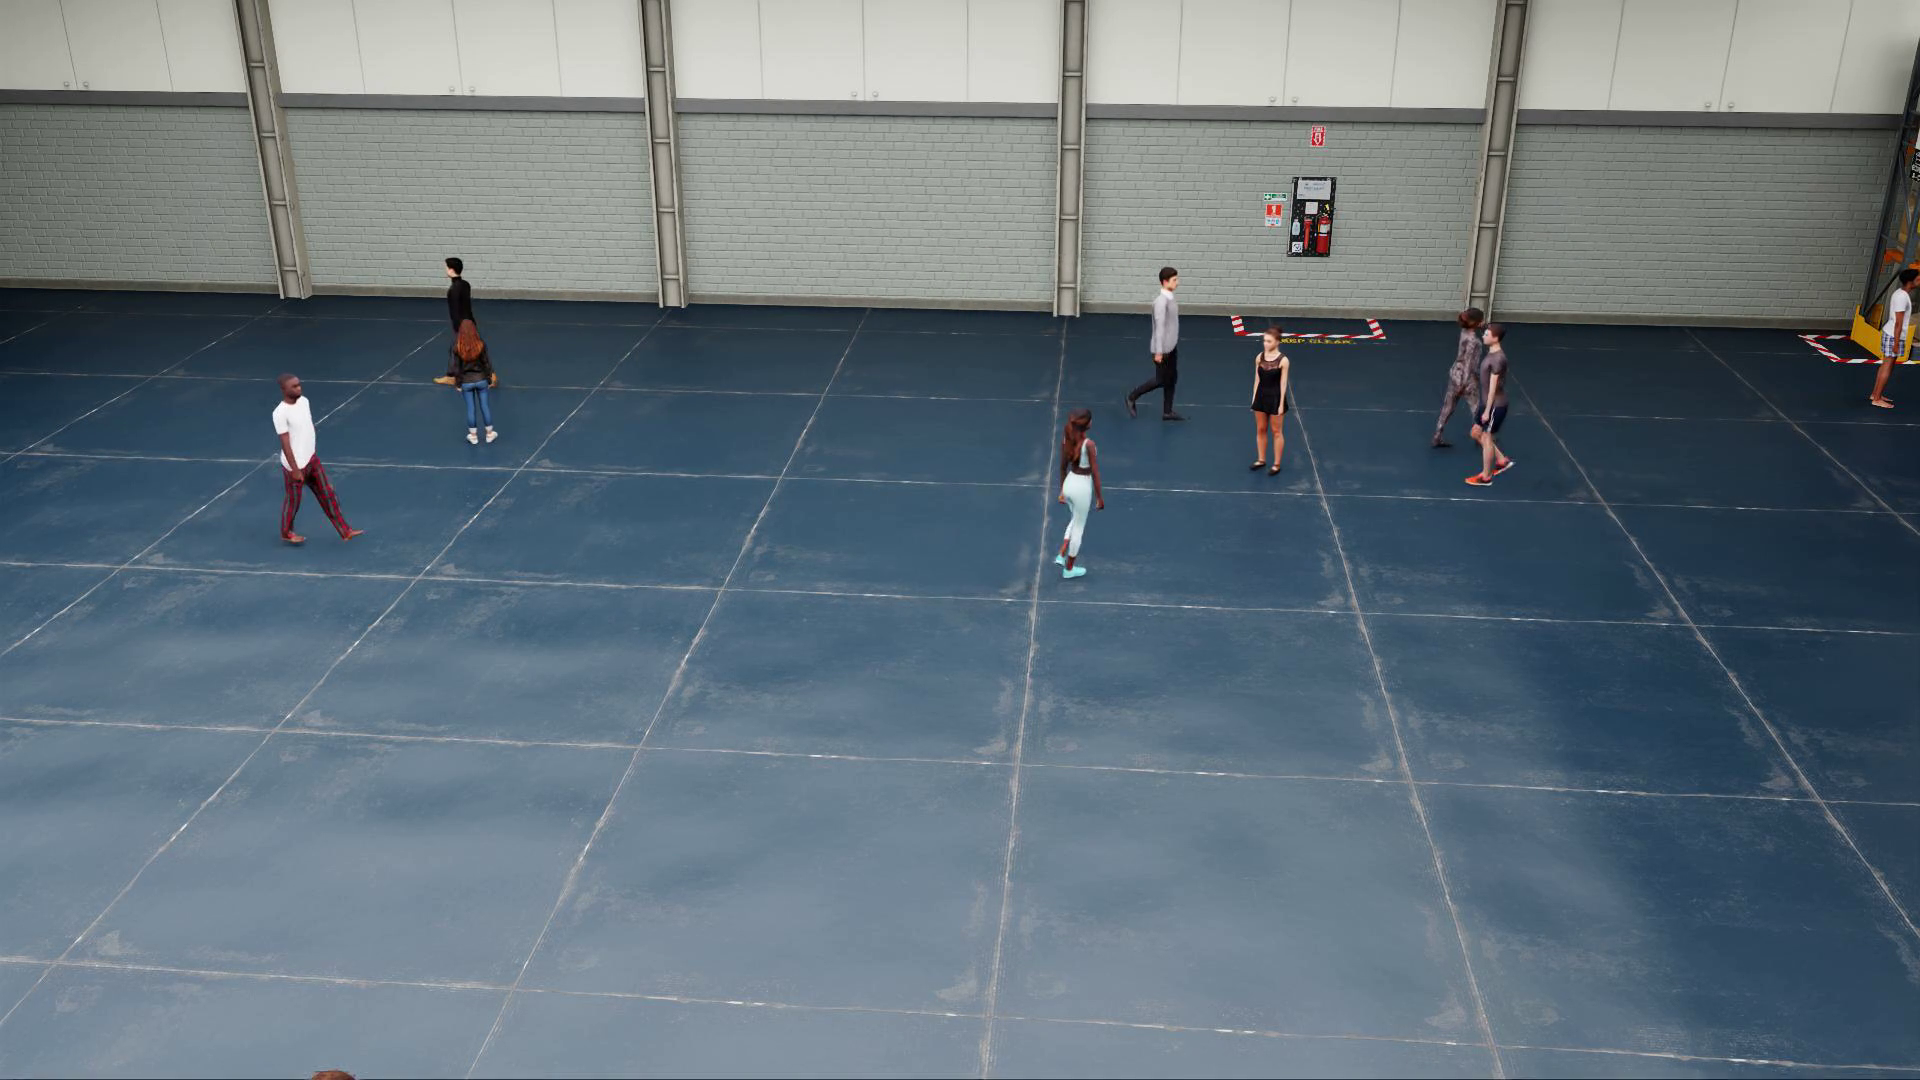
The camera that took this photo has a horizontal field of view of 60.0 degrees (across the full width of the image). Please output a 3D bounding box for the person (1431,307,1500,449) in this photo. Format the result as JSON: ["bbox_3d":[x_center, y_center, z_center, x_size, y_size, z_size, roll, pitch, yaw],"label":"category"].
[{"bbox_3d":[5.703,-1.838,19.169,1.014,1.679,0.616,0,23,0],"label":"person"}]

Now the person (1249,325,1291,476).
[{"bbox_3d":[3.468,-1.568,18.535,0.673,1.679,0.750,20,30,38],"label":"person"}]

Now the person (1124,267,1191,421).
[{"bbox_3d":[2.382,-2.352,20.092,1.136,1.903,0.923,9,25,20],"label":"person"}]

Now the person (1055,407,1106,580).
[{"bbox_3d":[1.063,-0.421,15.793,0.764,1.713,0.707,-17,28,-34],"label":"person"}]

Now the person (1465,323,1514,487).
[{"bbox_3d":[5.868,-1.450,18.054,0.743,1.839,0.650,4,23,9],"label":"person"}]

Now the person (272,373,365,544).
[{"bbox_3d":[-6.633,-0.766,16.515,1.205,1.783,0.844,6,24,15],"label":"person"}]

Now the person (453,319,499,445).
[{"bbox_3d":[-5.697,-1.866,19.486,0.568,1.483,0.694,-8,24,-19],"label":"person"}]

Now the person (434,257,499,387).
[{"bbox_3d":[-6.299,-2.756,21.317,1.090,1.688,0.704,3,23,8],"label":"person"}]

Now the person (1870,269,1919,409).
[{"bbox_3d":[11.664,-2.540,20.754,0.648,1.731,0.707,10,25,23],"label":"person"}]
